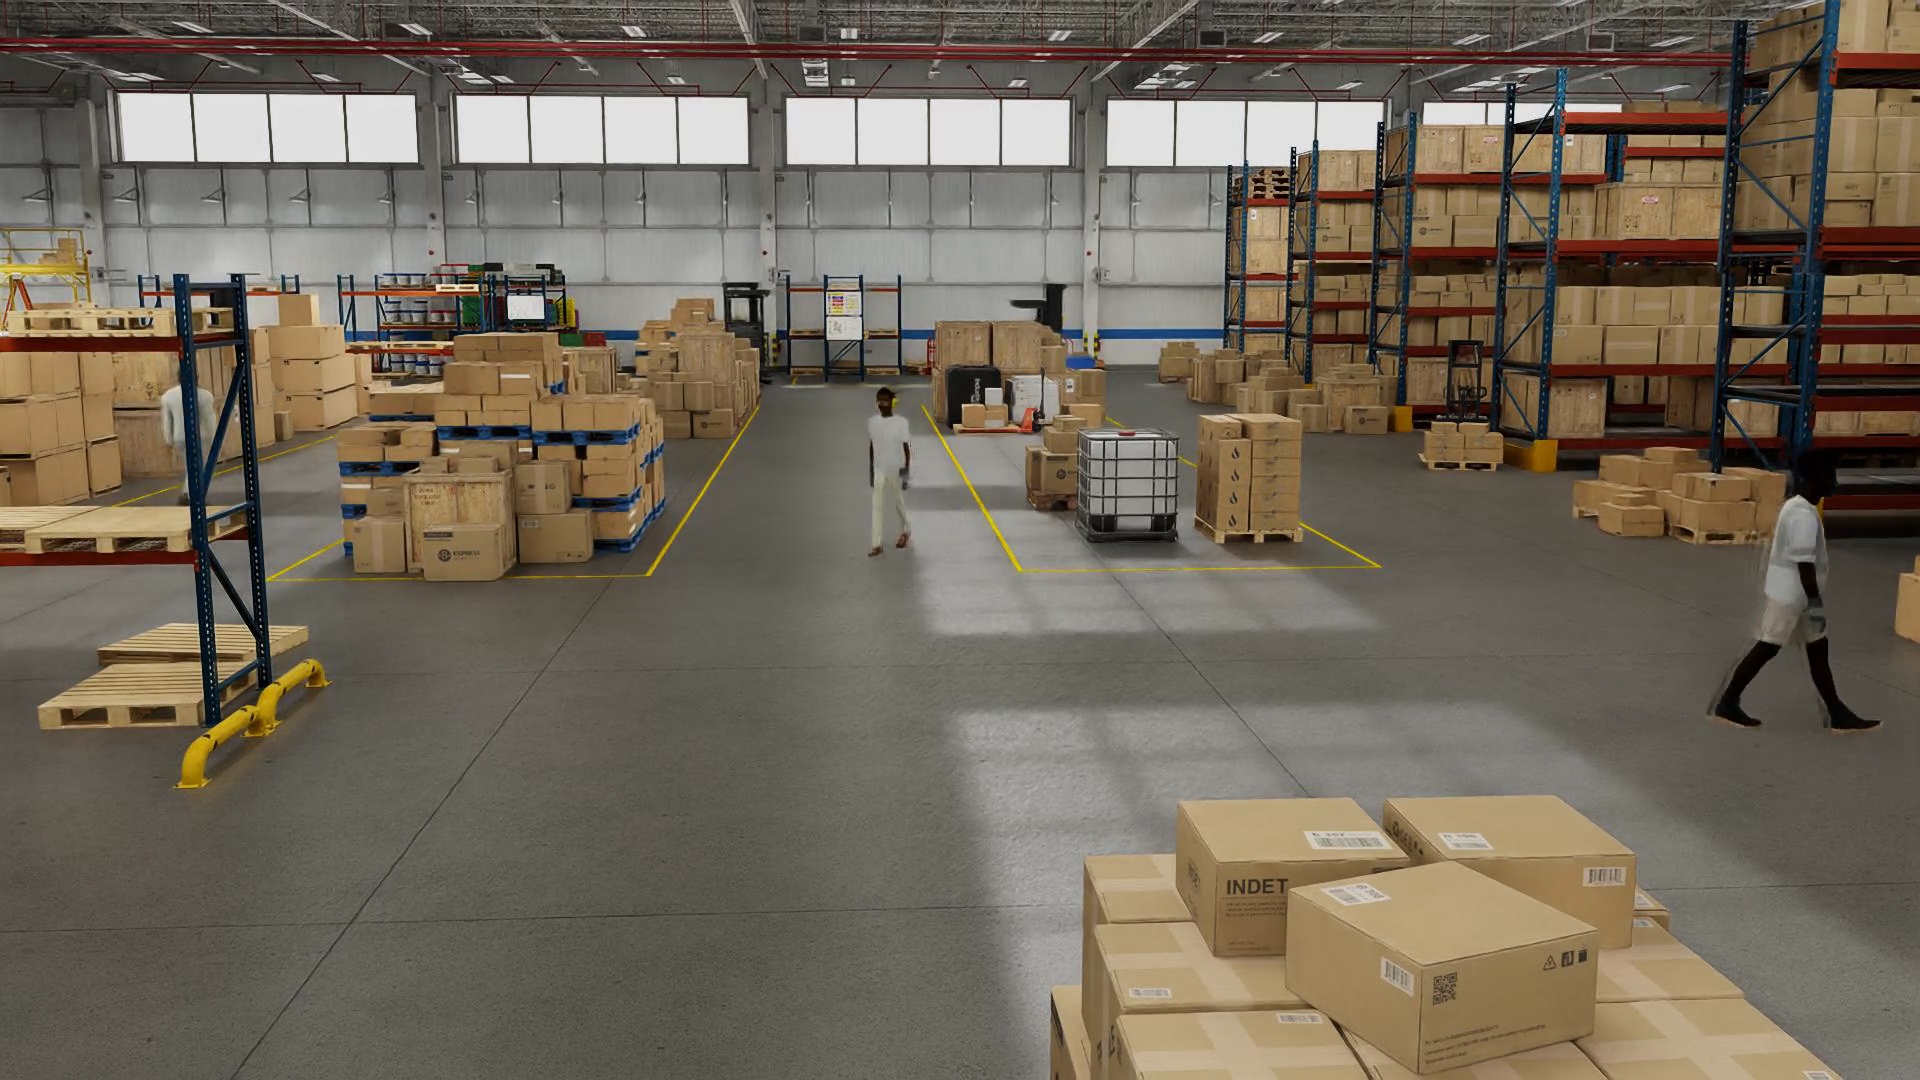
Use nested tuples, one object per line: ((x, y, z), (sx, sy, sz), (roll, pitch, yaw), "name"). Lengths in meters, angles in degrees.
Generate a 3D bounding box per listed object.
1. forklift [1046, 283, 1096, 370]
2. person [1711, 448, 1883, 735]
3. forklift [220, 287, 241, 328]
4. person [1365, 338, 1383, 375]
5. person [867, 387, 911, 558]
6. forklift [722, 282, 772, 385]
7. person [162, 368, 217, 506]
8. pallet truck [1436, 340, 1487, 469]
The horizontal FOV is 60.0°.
((2.273, -4.739, 39.786), (1.873, 2.768, 1.129), (-1, 9, -4), "forklift")
((5.512, 0.345, 10.922), (1.023, 1.909, 0.619), (5, 10, 28), "person")
((-16.642, -4.472, 38.109), (1.873, 2.768, 1.129), (-5, 10, -30), "forklift")
((9.315, -3.741, 37.402), (0.308, 1.641, 0.514), (-7, 11, -36), "person")
((-0.756, -0.766, 18.150), (0.530, 1.829, 0.963), (3, 10, 18), "person")
((-6.031, -5.694, 45.780), (1.129, 2.768, 1.873), (-4, 10, -24), "forklift")
((-9.766, -1.271, 21.073), (0.639, 1.914, 0.888), (0, 9, 1), "person")
((8.004, -2.170, 26.422), (0.823, 1.965, 1.885), (2, 9, 14), "pallet truck")
